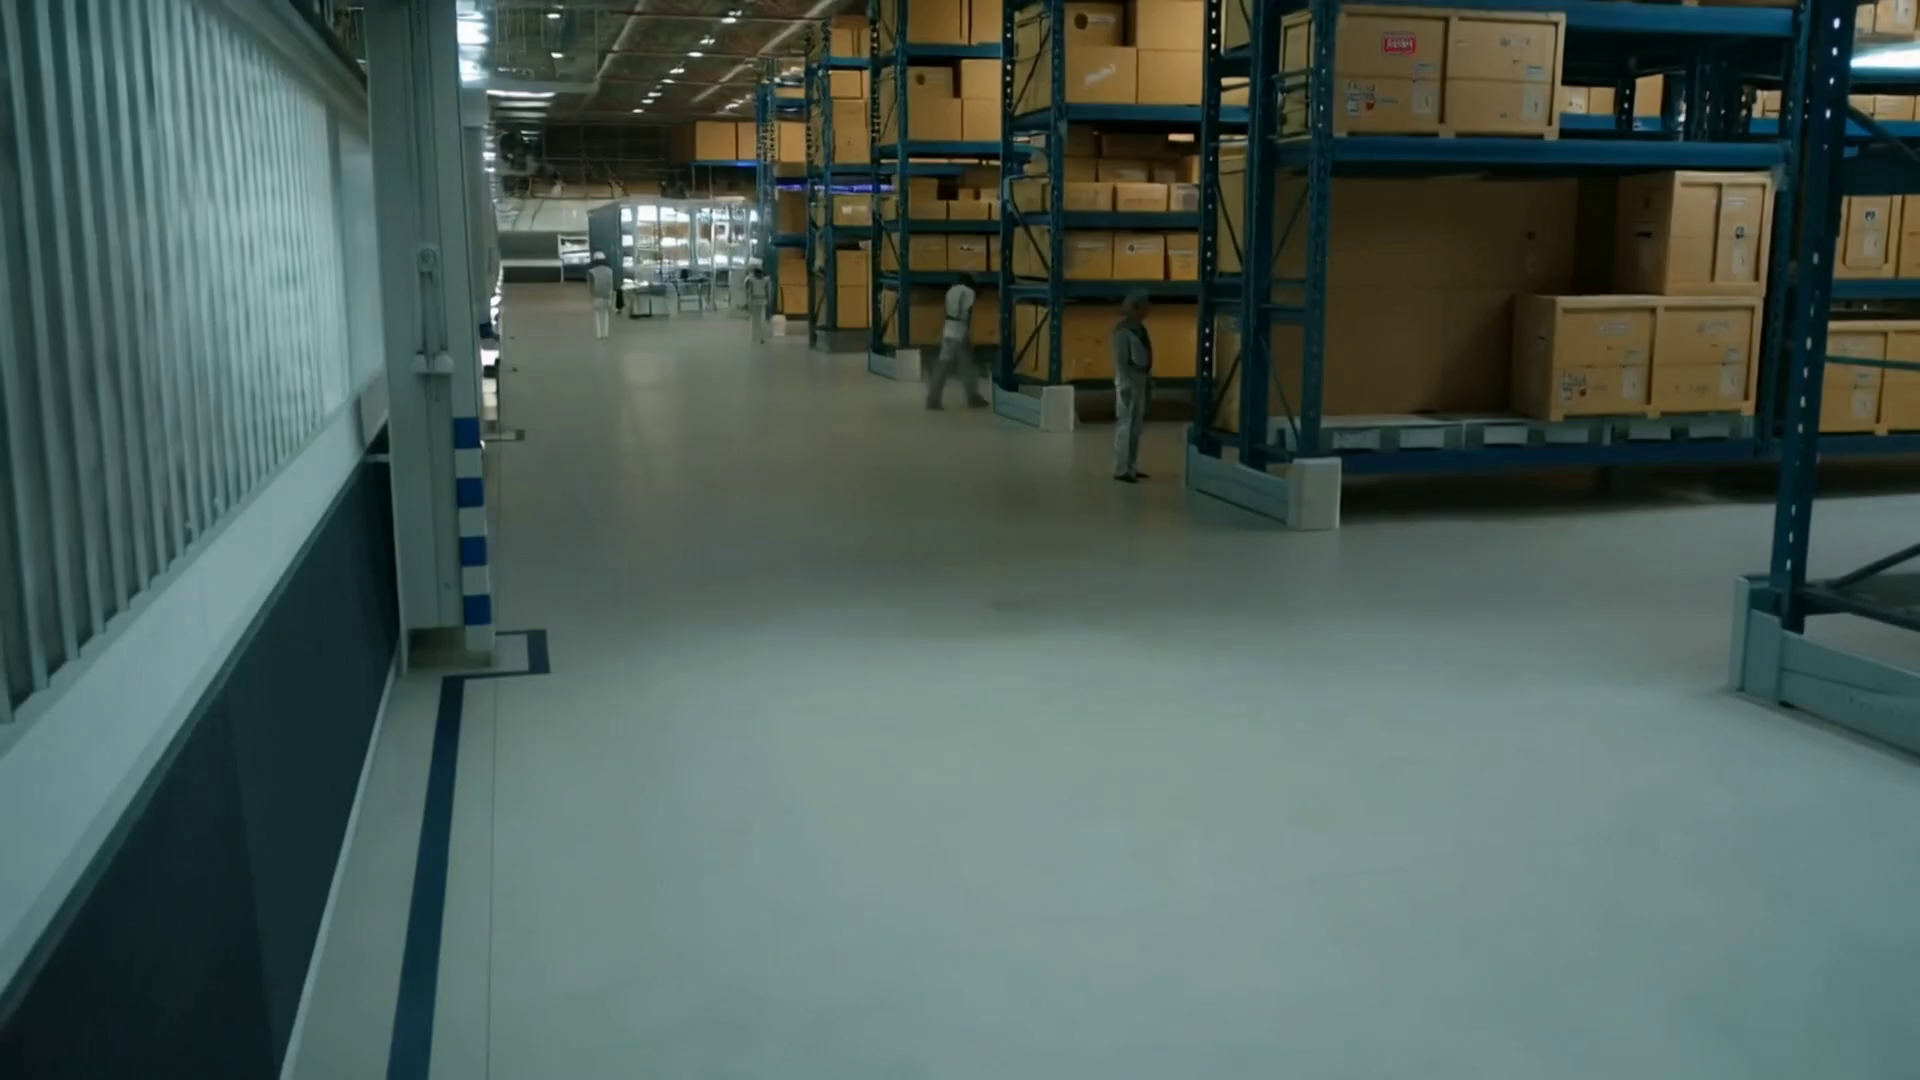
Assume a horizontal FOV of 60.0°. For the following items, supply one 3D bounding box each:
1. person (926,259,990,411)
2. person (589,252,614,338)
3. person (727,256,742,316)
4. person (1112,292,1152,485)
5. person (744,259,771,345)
[{"bbox_3d":[-0.049,-2.520,20.525,1.017,1.873,0.659,-7,12,-35],"label":"person"},{"bbox_3d":[-7.982,-5.454,37.017,0.550,1.913,0.866,-2,10,-9],"label":"person"},{"bbox_3d":[-6.496,-7.327,48.116,0.485,1.735,0.346,5,11,25],"label":"person"},{"bbox_3d":[1.485,-1.301,14.264,0.315,1.635,0.525,5,11,28],"label":"person"},{"bbox_3d":[-4.174,-4.911,34.366,0.563,1.753,0.327,-3,10,-15],"label":"person"}]
